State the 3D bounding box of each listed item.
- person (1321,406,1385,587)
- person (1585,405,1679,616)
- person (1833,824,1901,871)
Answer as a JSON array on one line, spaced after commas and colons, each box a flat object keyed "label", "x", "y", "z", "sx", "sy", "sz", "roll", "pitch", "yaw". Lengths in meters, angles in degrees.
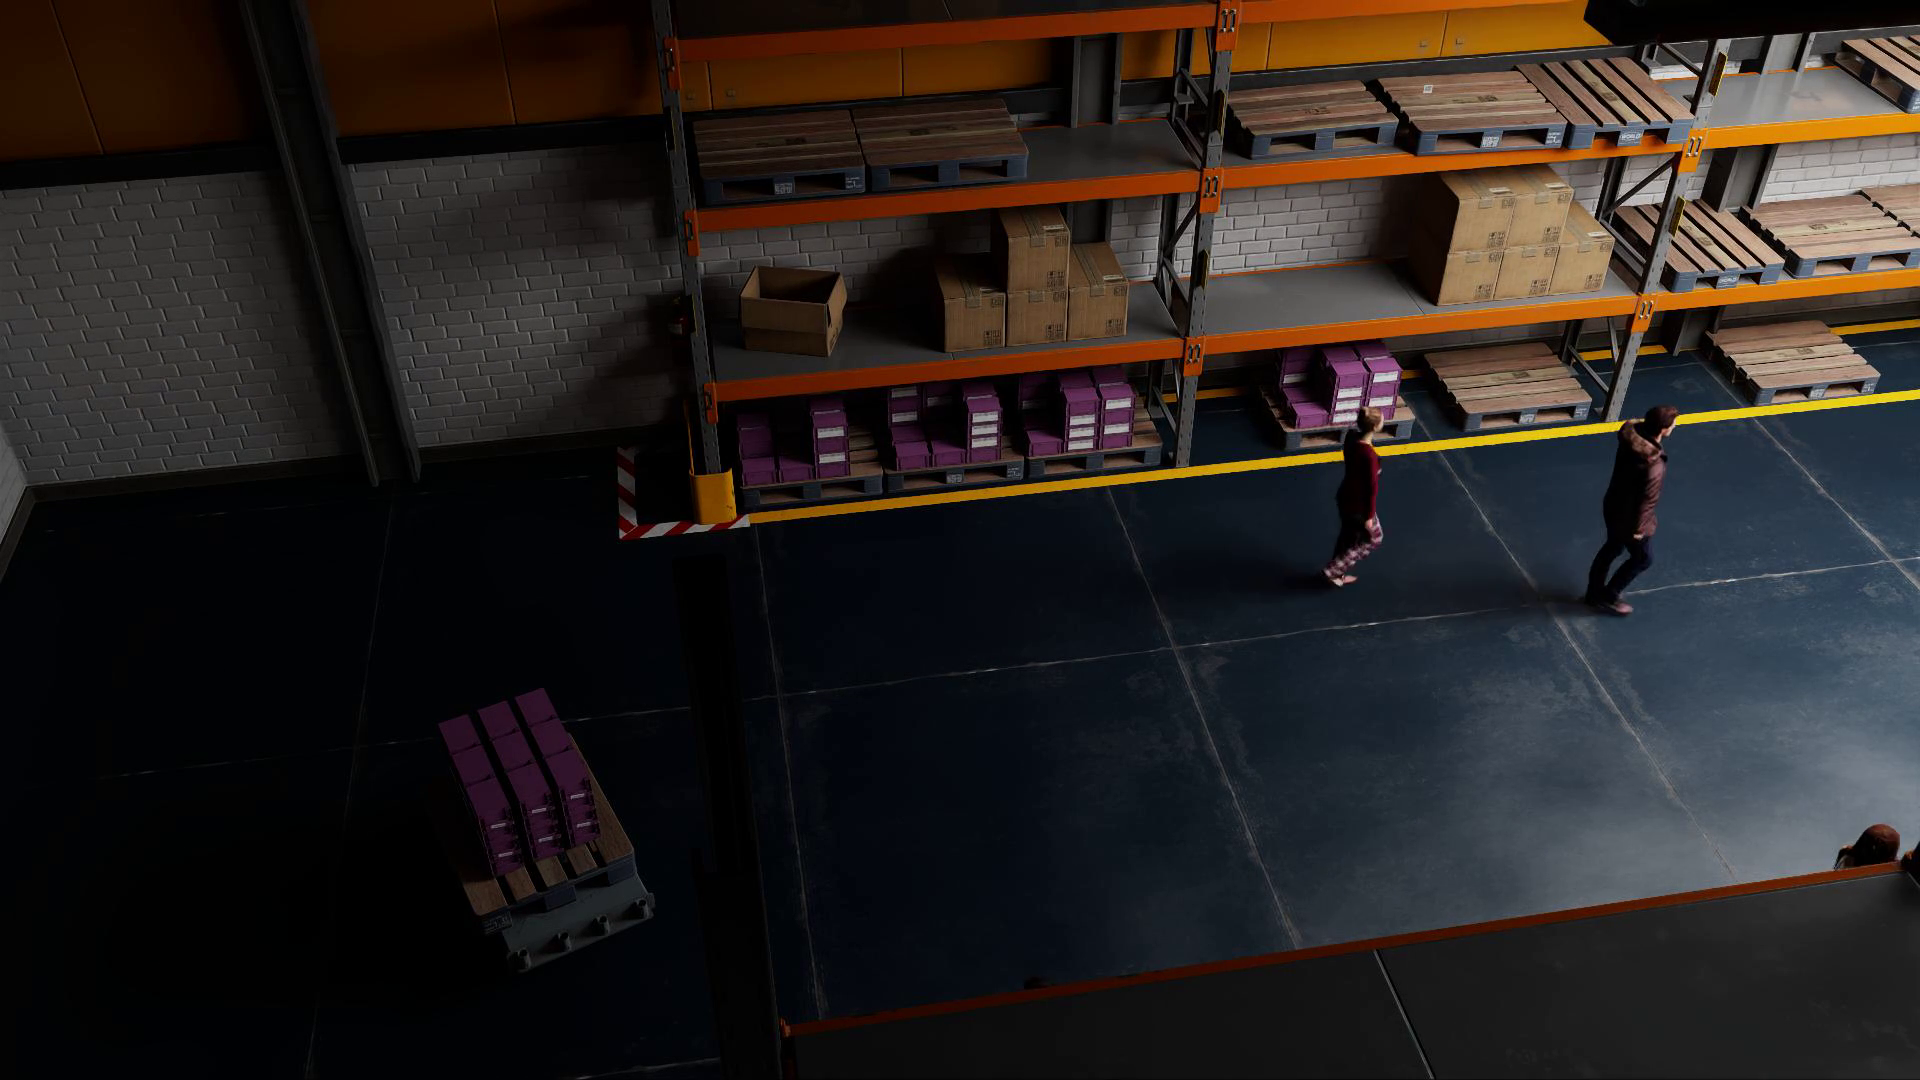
[{"label": "person", "x": 2.954, "y": -0.289, "z": 12.638, "sx": 0.669, "sy": 1.690, "sz": 0.668, "roll": -10, "pitch": 40, "yaw": -12}, {"label": "person", "x": 4.935, "y": -0.214, "z": 12.429, "sx": 0.756, "sy": 1.834, "sz": 0.824, "roll": 1, "pitch": 39, "yaw": 1}, {"label": "person", "x": 5.083, "y": 2.214, "z": 9.494, "sx": 0.830, "sy": 1.703, "sz": 0.667, "roll": -15, "pitch": 41, "yaw": -17}]
